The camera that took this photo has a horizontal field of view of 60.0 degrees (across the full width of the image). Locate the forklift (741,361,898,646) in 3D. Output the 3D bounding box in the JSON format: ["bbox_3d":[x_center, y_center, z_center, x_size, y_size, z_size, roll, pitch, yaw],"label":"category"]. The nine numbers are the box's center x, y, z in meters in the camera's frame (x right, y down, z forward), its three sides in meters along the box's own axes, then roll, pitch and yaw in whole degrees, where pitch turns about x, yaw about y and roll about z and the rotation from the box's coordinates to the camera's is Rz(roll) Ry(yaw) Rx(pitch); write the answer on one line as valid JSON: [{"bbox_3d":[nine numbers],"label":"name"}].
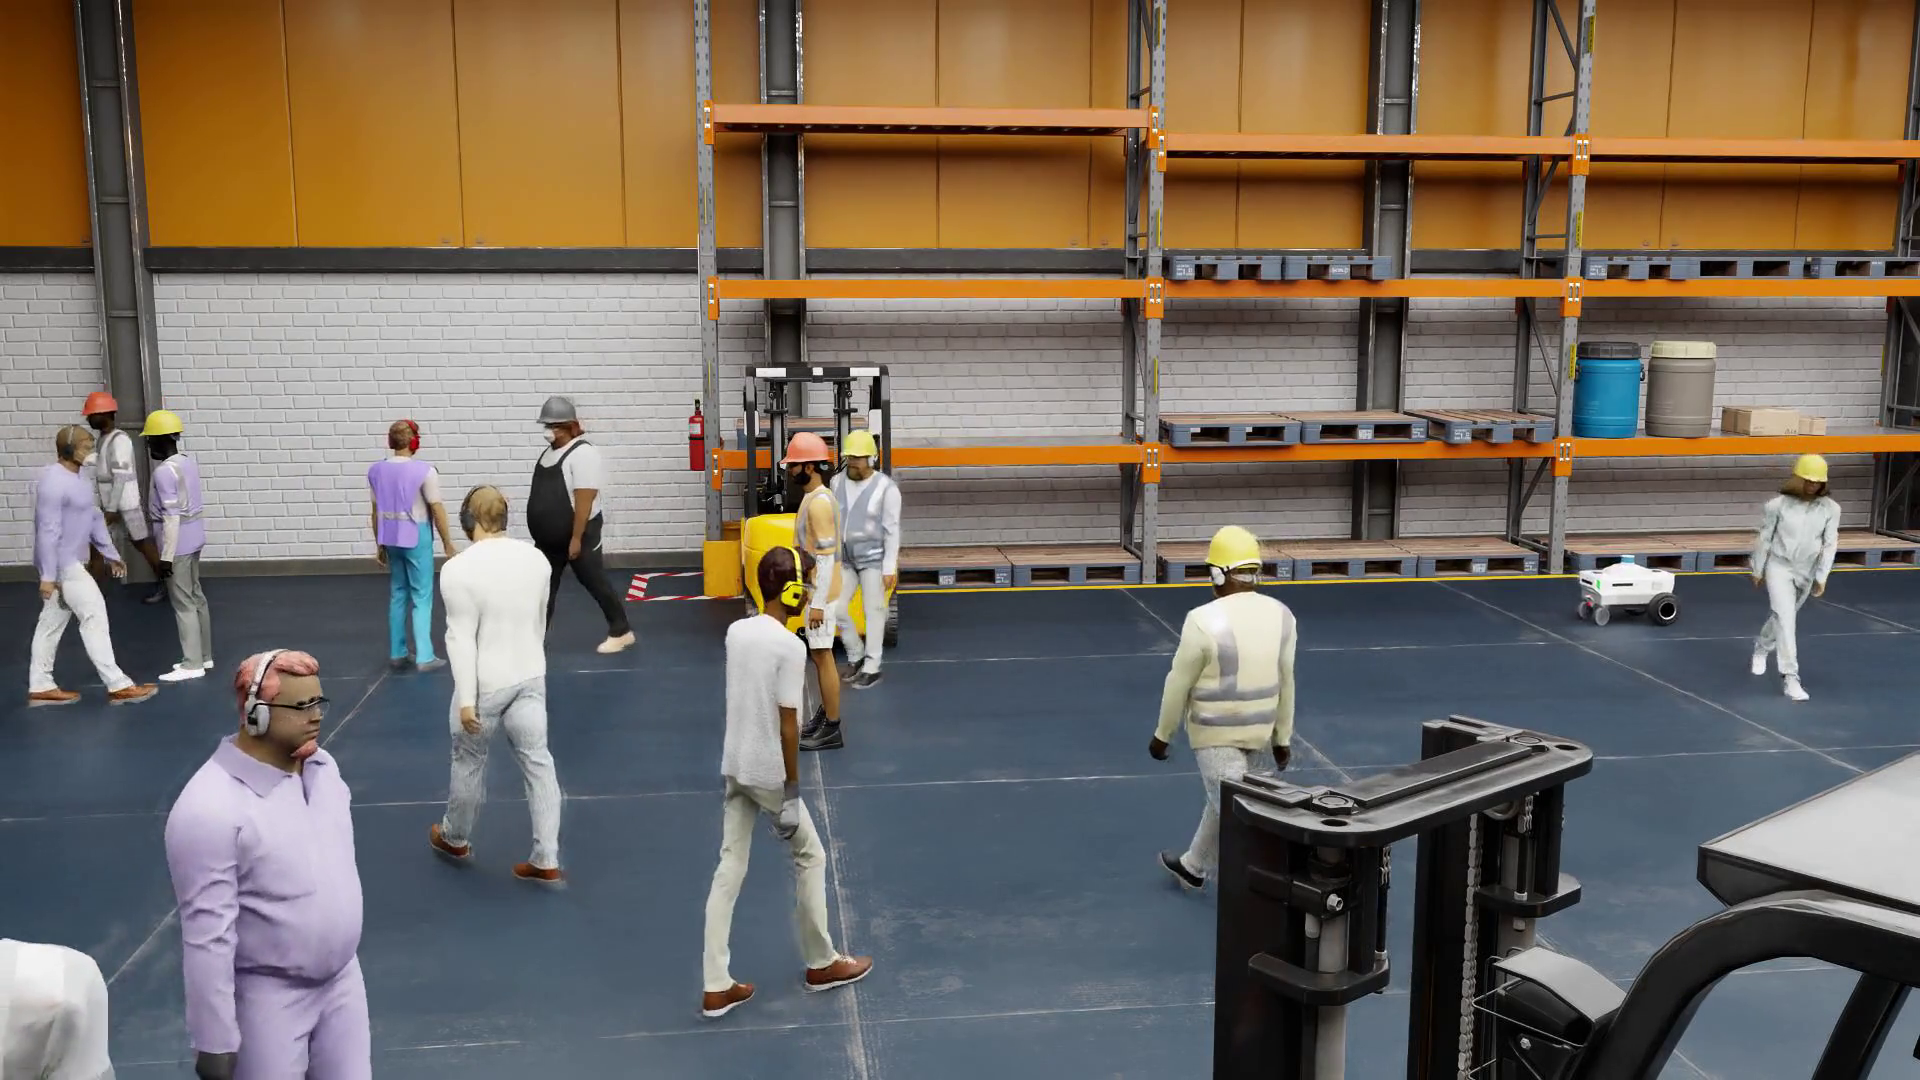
[{"bbox_3d":[-1.154,-0.340,13.365,1.214,2.155,2.313,-1,9,-7],"label":"forklift"}]

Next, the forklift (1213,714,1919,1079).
[{"bbox_3d":[1.441,1.425,2.350,1.214,2.155,2.313,-7,12,-39],"label":"forklift"}]

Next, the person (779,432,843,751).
[{"bbox_3d":[-0.900,0.312,10.097,0.373,1.934,0.552,-1,9,-7],"label":"person"}]

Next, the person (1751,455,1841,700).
[{"bbox_3d":[5.783,0.210,11.607,0.474,1.663,1.003,0,9,2],"label":"person"}]

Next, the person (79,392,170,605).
[{"bbox_3d":[-7.256,-0.324,14.276,0.551,1.888,0.995,7,12,38],"label":"person"}]

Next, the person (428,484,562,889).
[{"bbox_3d":[-2.250,0.678,7.958,0.984,1.883,0.633,7,12,38],"label":"person"}]

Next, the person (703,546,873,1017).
[{"bbox_3d":[-0.721,0.926,6.585,0.552,1.825,0.840,9,12,43],"label":"person"}]

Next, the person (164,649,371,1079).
[{"bbox_3d":[-1.910,1.224,4.580,0.731,1.878,0.663,2,9,15],"label":"person"}]

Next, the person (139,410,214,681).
[{"bbox_3d":[-5.582,0.040,11.827,0.382,1.924,0.594,-1,9,-7],"label":"person"}]

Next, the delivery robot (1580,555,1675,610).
[{"bbox_3d":[5.515,0.366,13.765,0.707,0.478,0.477,-1,9,-7],"label":"delivery robot"}]

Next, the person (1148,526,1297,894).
[{"bbox_3d":[1.162,0.823,7.386,0.588,1.783,0.933,-6,11,-34],"label":"person"}]

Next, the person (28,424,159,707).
[{"bbox_3d":[-5.819,0.175,11.072,0.927,1.890,0.662,-3,10,-17],"label":"person"}]

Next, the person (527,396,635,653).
[{"bbox_3d":[-2.901,-0.114,12.434,0.681,2.000,1.007,8,12,42],"label":"person"}]

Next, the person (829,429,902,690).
[{"bbox_3d":[-0.687,0.139,11.534,0.622,1.818,0.427,5,11,30],"label":"person"}]

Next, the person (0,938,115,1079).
[{"bbox_3d":[-2.005,1.394,3.367,0.604,1.932,0.643,-4,10,-22],"label":"person"}]

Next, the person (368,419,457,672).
[{"bbox_3d":[-3.999,0.047,12.054,0.579,1.843,0.416,4,10,21],"label":"person"}]
